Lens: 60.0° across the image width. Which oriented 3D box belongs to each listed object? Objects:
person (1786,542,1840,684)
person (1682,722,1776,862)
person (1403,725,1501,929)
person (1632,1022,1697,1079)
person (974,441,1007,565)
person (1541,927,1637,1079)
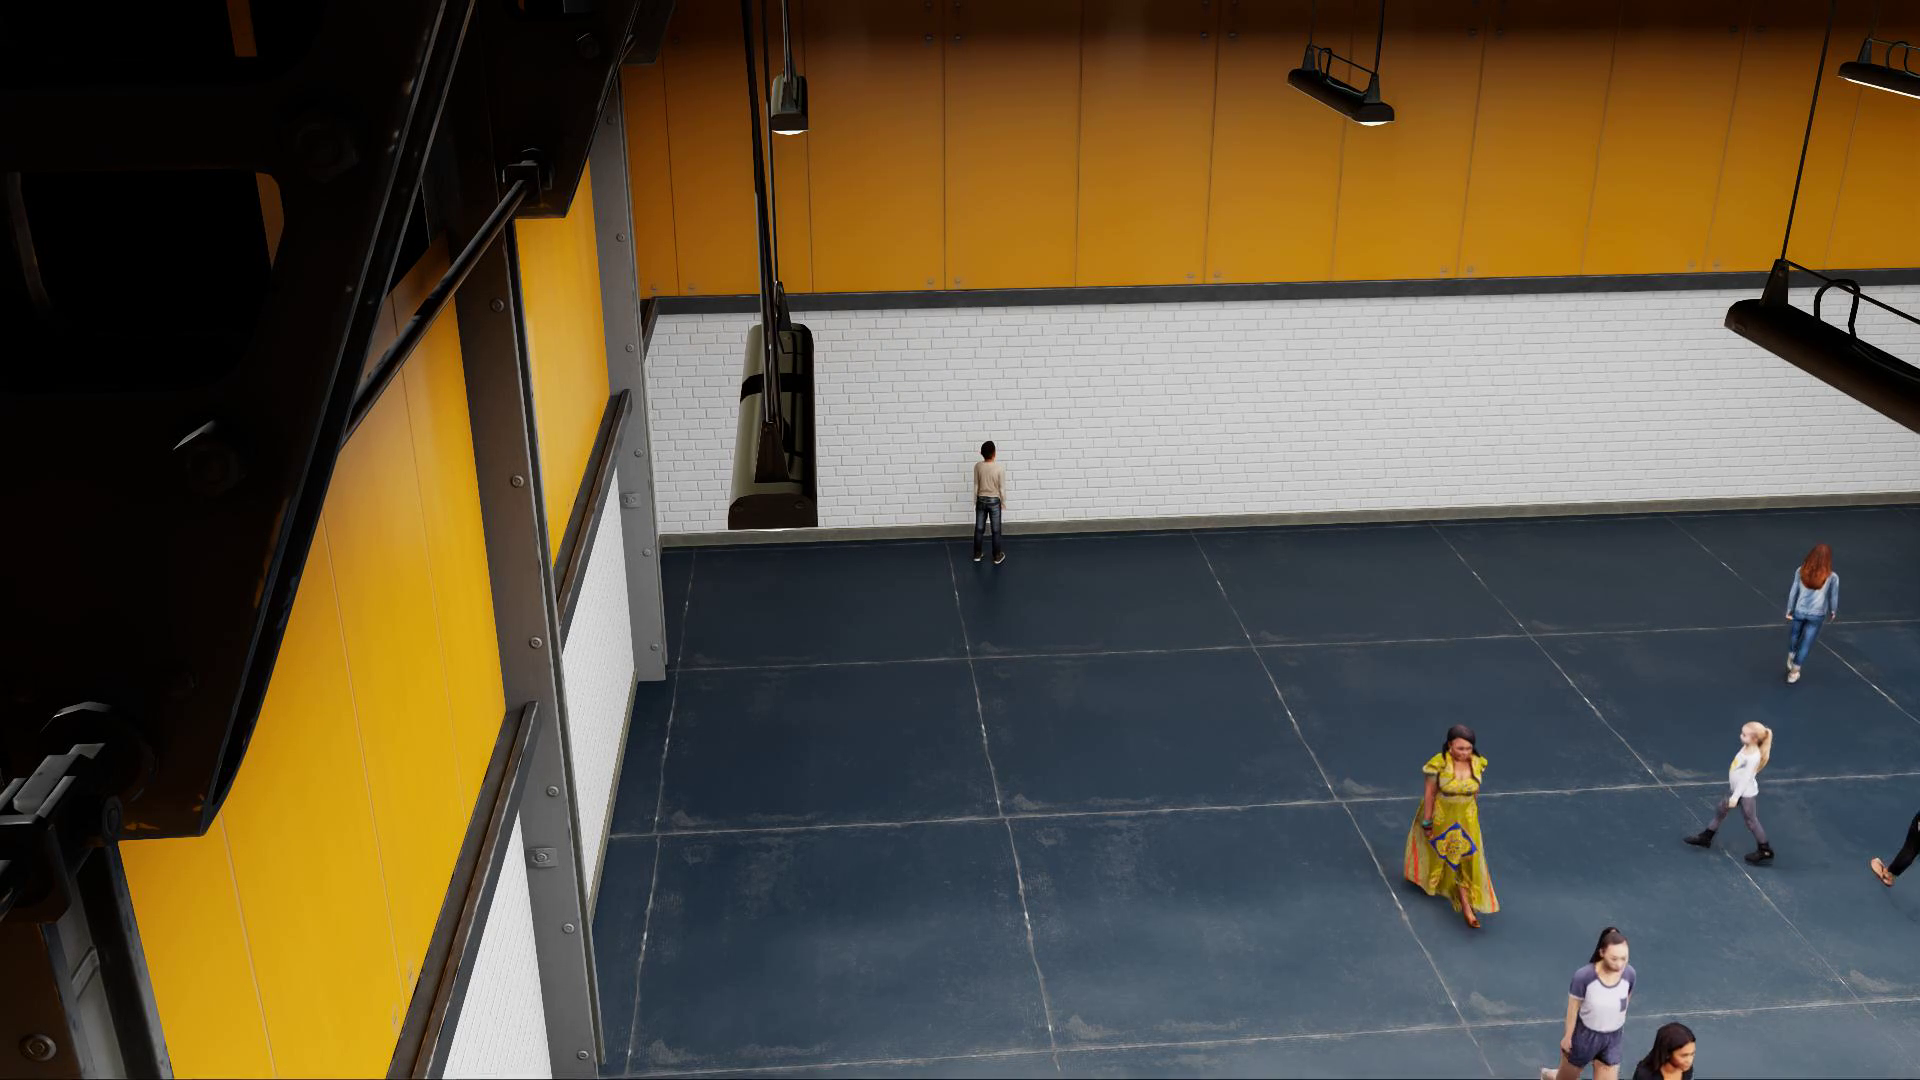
[{"bbox_3d":[8.419,0.747,16.518,0.795,1.460,0.855,19,30,37],"label":"person"},{"bbox_3d":[6.528,2.096,13.699,0.771,1.247,0.922,6,24,14],"label":"person"},{"bbox_3d":[3.814,2.145,13.125,0.806,1.616,1.157,-4,24,-9],"label":"person"},{"bbox_3d":[4.007,3.511,9.882,0.810,1.711,1.066,-10,25,-21],"label":"person"},{"bbox_3d":[0.328,-0.437,19.229,0.598,1.460,0.594,7,24,15],"label":"person"},{"bbox_3d":[4.040,3.187,10.734,0.629,1.624,0.983,-1,24,-2],"label":"person"}]
